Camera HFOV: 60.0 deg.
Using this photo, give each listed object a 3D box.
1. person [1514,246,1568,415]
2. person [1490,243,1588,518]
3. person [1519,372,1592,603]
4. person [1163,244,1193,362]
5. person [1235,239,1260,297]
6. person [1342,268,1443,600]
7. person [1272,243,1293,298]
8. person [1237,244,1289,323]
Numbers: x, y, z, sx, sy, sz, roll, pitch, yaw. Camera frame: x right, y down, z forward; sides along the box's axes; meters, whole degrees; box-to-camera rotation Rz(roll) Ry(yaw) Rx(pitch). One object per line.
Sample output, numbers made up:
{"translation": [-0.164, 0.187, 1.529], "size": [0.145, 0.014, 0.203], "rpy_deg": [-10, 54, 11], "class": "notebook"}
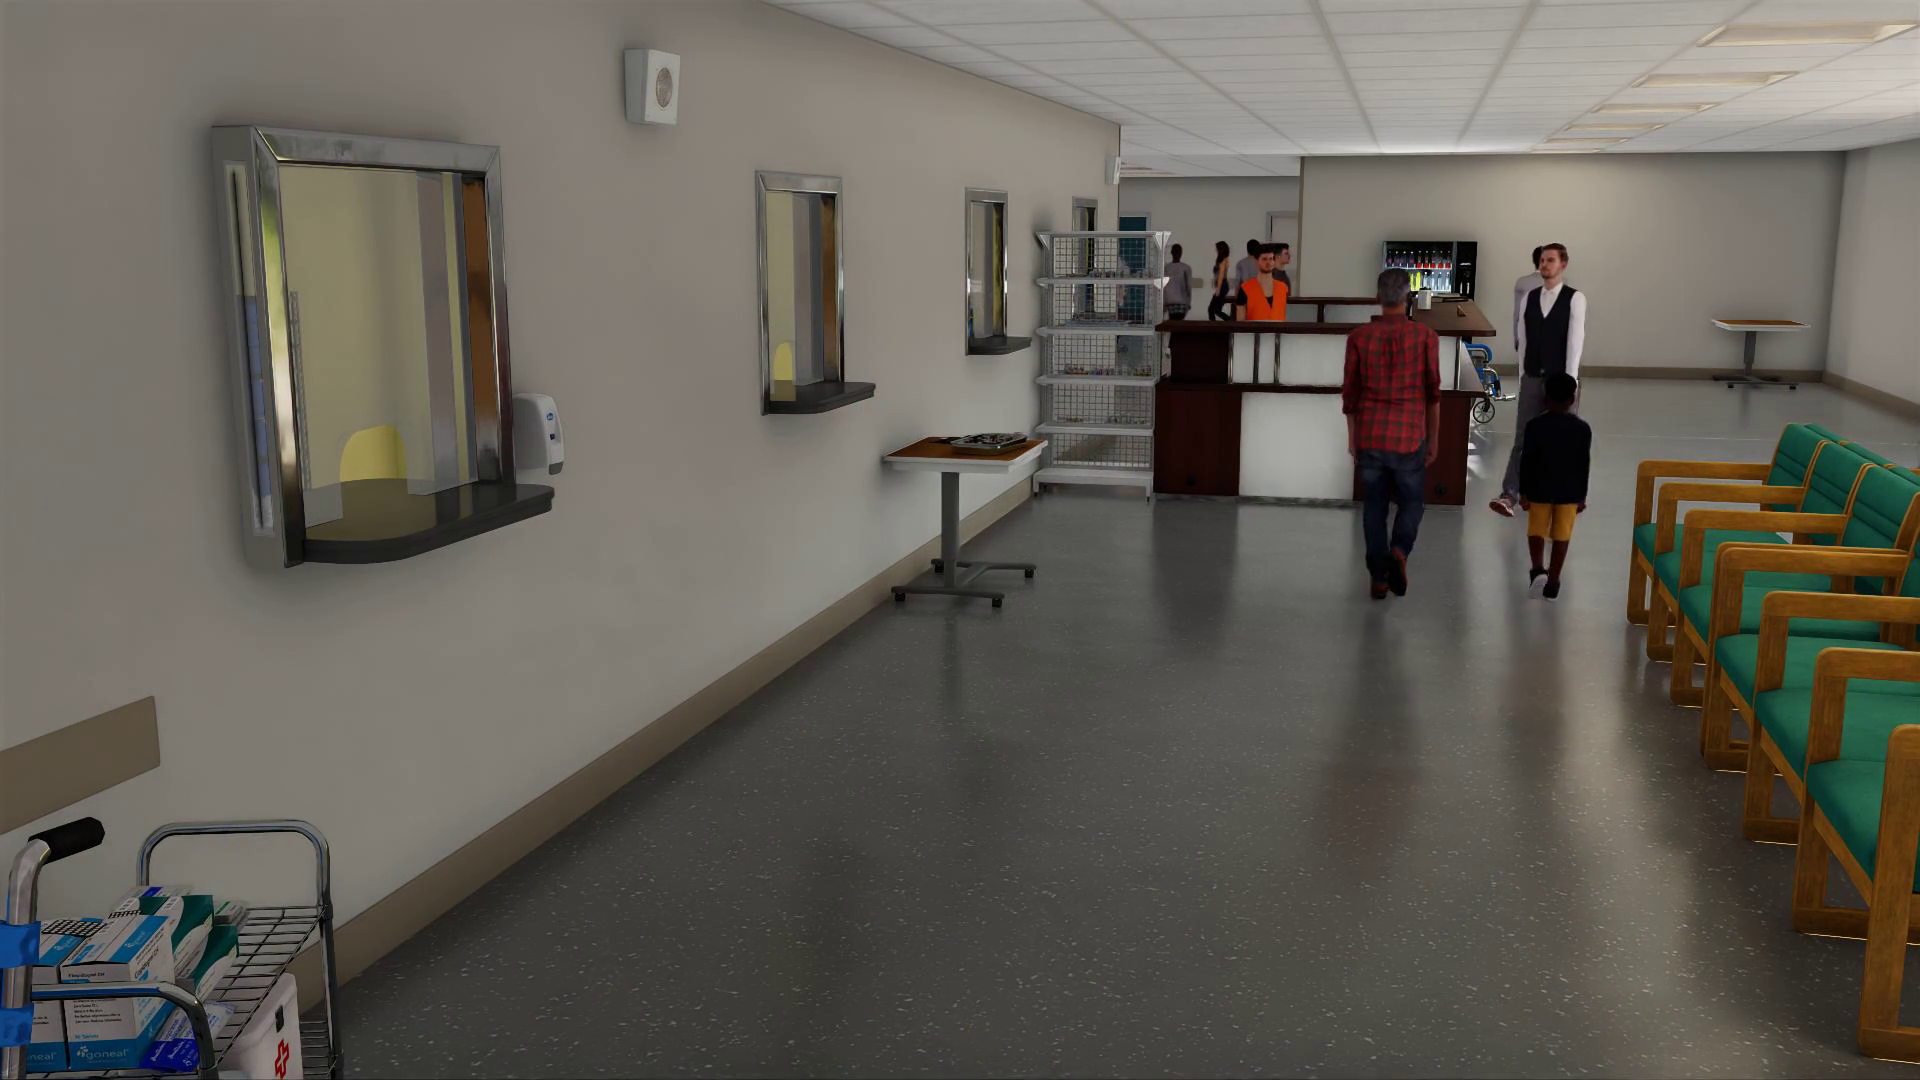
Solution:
{"translation": [5.792, -2.010, 16.671], "size": [0.625, 1.838, 0.742], "rpy_deg": [3, 11, 15], "class": "person"}
{"translation": [4.181, -1.085, 11.645], "size": [1.225, 1.896, 1.065], "rpy_deg": [9, 14, 39], "class": "person"}
{"translation": [3.240, -0.269, 9.048], "size": [0.590, 1.261, 0.574], "rpy_deg": [3, 11, 16], "class": "person"}
{"translation": [3.244, -3.538, 24.998], "size": [1.121, 1.737, 0.833], "rpy_deg": [5, 12, 26], "class": "person"}
{"translation": [4.386, -3.569, 24.993], "size": [1.085, 1.799, 0.746], "rpy_deg": [2, 11, 12], "class": "person"}
{"translation": [2.315, -0.541, 9.004], "size": [0.891, 1.810, 0.811], "rpy_deg": [5, 12, 23], "class": "person"}
{"translation": [3.579, -2.482, 19.180], "size": [0.937, 1.830, 0.668], "rpy_deg": [4, 11, 18], "class": "person"}
{"translation": [2.723, -1.730, 15.070], "size": [0.757, 1.884, 0.859], "rpy_deg": [-3, 11, -17], "class": "person"}
